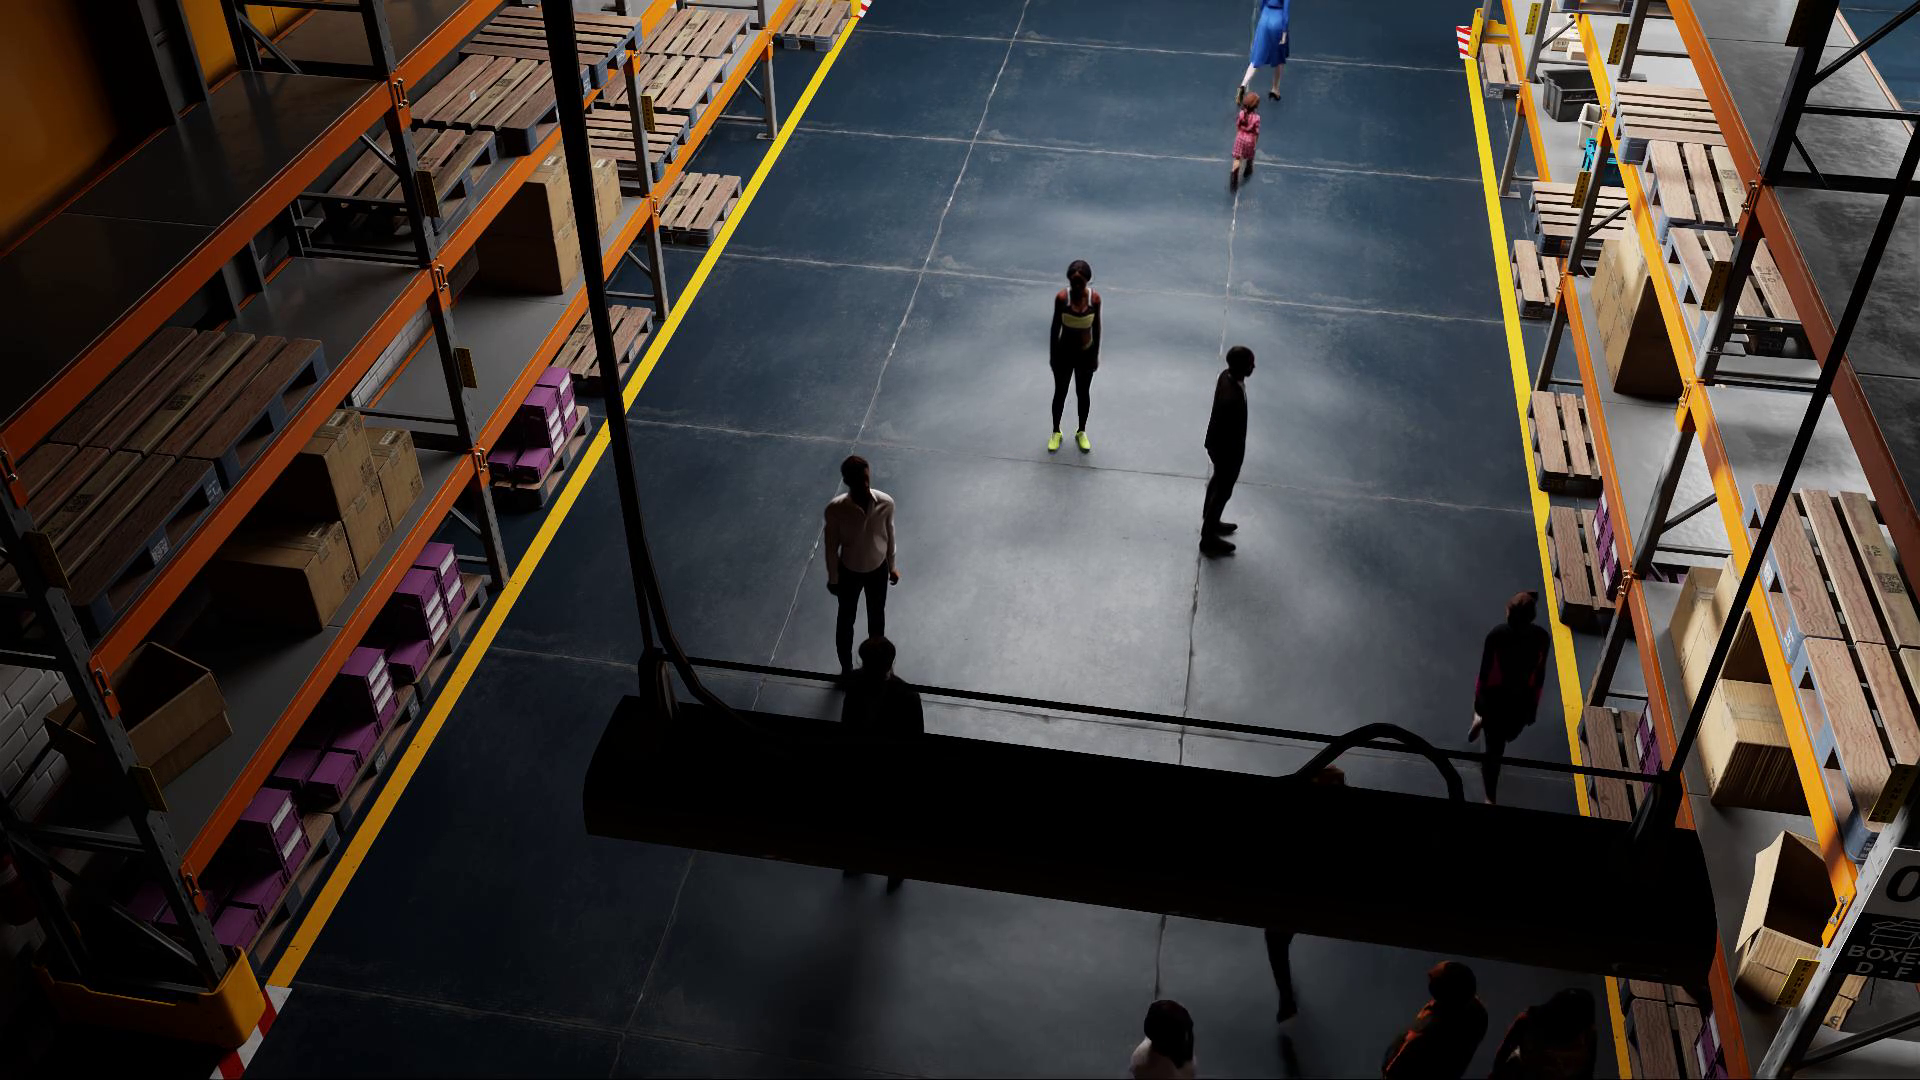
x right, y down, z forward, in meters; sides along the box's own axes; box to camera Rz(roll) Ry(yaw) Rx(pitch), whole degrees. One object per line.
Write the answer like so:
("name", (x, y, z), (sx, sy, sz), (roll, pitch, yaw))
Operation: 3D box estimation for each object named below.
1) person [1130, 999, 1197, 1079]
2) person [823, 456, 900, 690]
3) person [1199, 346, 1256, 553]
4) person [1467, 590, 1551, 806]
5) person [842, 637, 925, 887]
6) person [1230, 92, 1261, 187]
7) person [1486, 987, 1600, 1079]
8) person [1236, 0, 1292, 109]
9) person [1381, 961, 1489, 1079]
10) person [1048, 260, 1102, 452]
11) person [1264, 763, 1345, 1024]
("person", (0.882, 2.808, 8.257), (0.785, 1.783, 0.679), (25, 45, 28))
("person", (-0.680, 0.206, 11.445), (0.740, 1.871, 0.728), (-13, 41, -16))
("person", (2.011, -0.695, 12.630), (0.743, 1.800, 0.555), (1, 39, 2))
("person", (3.481, 0.966, 10.621), (0.655, 1.712, 1.060), (1, 39, 2))
("person", (-0.471, 1.297, 10.059), (0.759, 1.894, 0.714), (18, 42, 21))
("person", (3.029, -4.271, 17.739), (0.562, 1.012, 0.779), (18, 42, 21))
("person", (2.946, 2.719, 8.493), (0.641, 1.627, 0.652), (7, 39, 9))
("person", (3.494, -5.765, 18.975), (0.962, 1.803, 1.149), (30, 47, 32))
("person", (2.335, 2.797, 8.196), (1.269, 1.875, 1.234), (-31, 48, -33))
("person", (0.943, -1.530, 13.711), (0.598, 1.755, 0.564), (0, 39, 0))
("person", (1.918, 1.987, 9.368), (0.860, 1.678, 1.142), (-5, 39, -6))
